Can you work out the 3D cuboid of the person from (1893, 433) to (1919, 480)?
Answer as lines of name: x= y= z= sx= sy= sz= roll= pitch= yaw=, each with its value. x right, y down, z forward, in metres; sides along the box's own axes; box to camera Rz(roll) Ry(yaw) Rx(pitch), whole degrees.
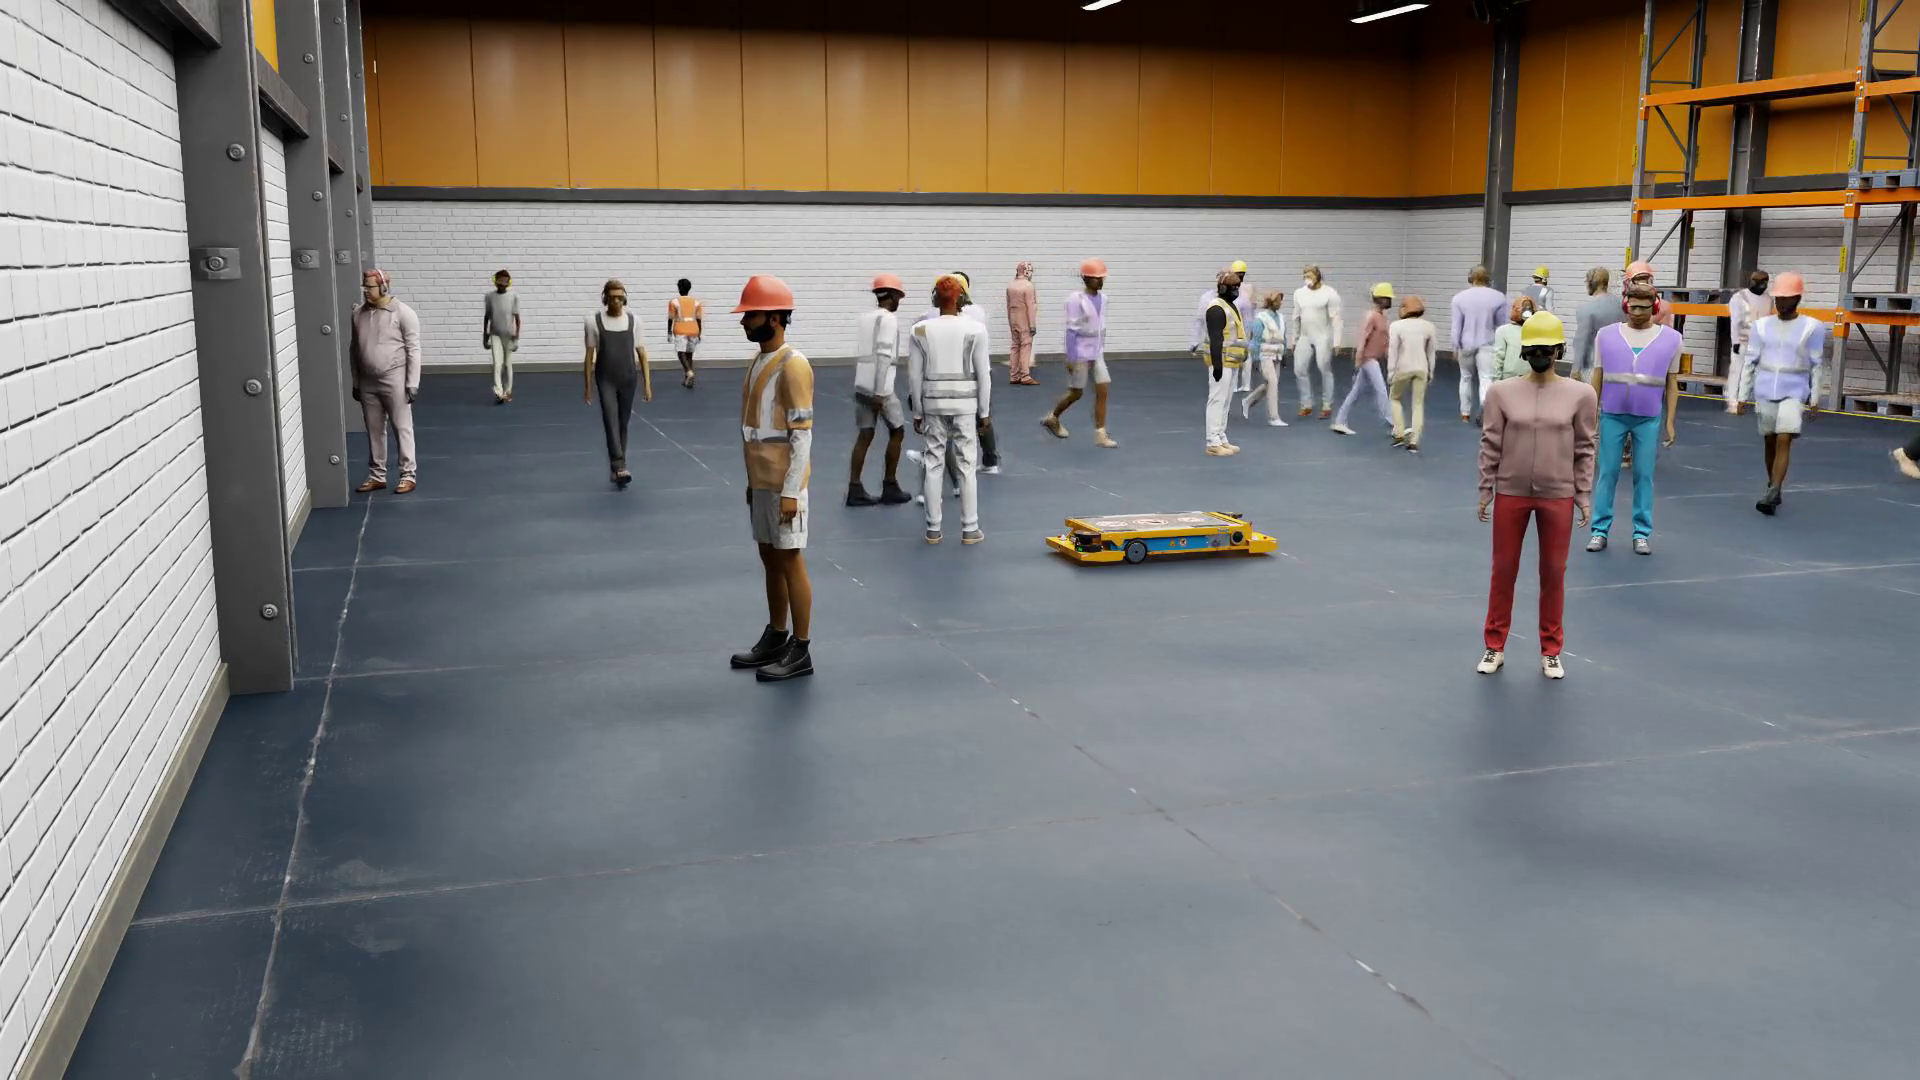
person: x=8.645 y=-1.456 z=14.410 sx=0.700 sy=2.000 sz=0.653 roll=-7 pitch=12 yaw=-36

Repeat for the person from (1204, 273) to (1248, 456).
person: x=2.689 y=-1.776 z=16.850 sx=0.429 sy=1.839 sz=0.633 roll=4 pitch=11 yaw=23

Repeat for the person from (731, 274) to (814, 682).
person: x=-0.903 y=-0.294 z=7.980 sx=0.362 sy=1.939 sz=0.543 roll=-5 pitch=11 yaw=-28

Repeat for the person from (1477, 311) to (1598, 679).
person: x=2.760 y=-0.210 z=7.995 sx=0.533 sy=1.767 sz=0.312 roll=3 pitch=10 yaw=19

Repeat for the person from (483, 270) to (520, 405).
person: x=-6.207 y=-2.740 z=22.513 sx=0.533 sy=1.810 sz=0.926 roll=-1 pitch=10 yaw=-9

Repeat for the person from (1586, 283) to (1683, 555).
person: x=4.577 y=-0.821 z=11.324 sx=0.563 sy=1.838 sz=0.388 roll=4 pitch=11 yaw=23

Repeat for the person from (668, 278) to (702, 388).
person: x=-4.133 y=-3.129 z=25.178 sx=0.537 sy=1.670 sz=0.784 roll=-5 pitch=11 yaw=-29

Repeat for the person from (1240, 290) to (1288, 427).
person: x=3.634 y=-2.166 z=19.778 sx=0.515 sy=1.613 sz=0.709 roll=-9 pitch=13 yaw=-42

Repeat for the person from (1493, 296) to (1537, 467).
person: x=5.343 y=-1.510 z=15.895 sx=0.502 sy=1.636 sz=0.280 roll=0 pitch=10 yaw=0

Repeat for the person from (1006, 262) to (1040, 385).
person: x=0.995 y=-3.351 z=25.772 sx=0.403 sy=1.906 sz=0.651 roll=-6 pitch=12 yaw=-32

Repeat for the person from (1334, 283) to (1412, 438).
person: x=4.593 y=-1.991 z=18.458 sx=0.940 sy=1.709 sz=0.527 roll=6 pitch=11 yaw=30

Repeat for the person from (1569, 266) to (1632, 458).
person: x=6.127 y=-1.652 z=15.909 sx=0.638 sy=1.922 sz=0.551 roll=-7 pitch=12 yaw=-34

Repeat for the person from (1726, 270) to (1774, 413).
person: x=10.037 y=-2.482 z=21.019 sx=0.649 sy=1.818 sz=0.744 roll=-2 pitch=10 yaw=-9

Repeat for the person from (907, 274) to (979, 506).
person: x=-0.076 y=-1.228 z=13.594 sx=0.604 sy=1.858 sz=0.925 roll=7 pitch=12 yaw=34

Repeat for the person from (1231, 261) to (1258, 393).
person: x=4.061 y=-3.109 z=24.310 sx=0.585 sy=1.927 sz=0.366 roll=-5 pitch=11 yaw=-28

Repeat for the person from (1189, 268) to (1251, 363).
person: x=3.146 y=-2.346 z=20.121 sx=0.656 sy=1.847 sz=1.029 roll=5 pitch=11 yaw=27

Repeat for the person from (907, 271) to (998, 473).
person: x=-0.026 y=-1.560 z=15.521 sx=0.987 sy=1.860 sz=0.631 roll=8 pitch=12 yaw=37

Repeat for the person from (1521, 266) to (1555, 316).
person: x=9.251 y=-3.457 z=26.598 sx=0.404 sy=1.831 sz=0.600 roll=-7 pitch=12 yaw=-34

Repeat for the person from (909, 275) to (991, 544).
person: x=-0.067 y=-0.903 z=11.665 sx=0.575 sy=1.885 sz=0.355 roll=2 pitch=10 yaw=9

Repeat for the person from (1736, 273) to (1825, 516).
person: x=6.435 y=-1.150 z=13.103 sx=0.560 sy=1.881 sz=0.966 roll=9 pitch=13 yaw=43

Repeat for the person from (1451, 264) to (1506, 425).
person: x=6.137 y=-2.307 z=19.732 sx=0.635 sy=1.917 sz=0.892 roll=2 pitch=10 yaw=12

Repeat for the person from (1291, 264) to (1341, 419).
person: x=4.333 y=-2.413 z=20.351 sx=0.748 sy=1.895 sz=0.758 roll=9 pitch=13 yaw=41

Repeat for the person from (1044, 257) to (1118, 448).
person: x=1.271 y=-1.977 z=17.577 sx=0.638 sy=2.007 sz=0.902 roll=-9 pitch=13 yaw=-42

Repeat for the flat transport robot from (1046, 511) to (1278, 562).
flat transport robot: x=1.366 y=-0.035 z=11.305 sx=1.431 sy=0.197 sz=0.652 roll=-3 pitch=10 yaw=-17

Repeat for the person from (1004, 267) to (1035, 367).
person: x=1.118 y=-4.024 z=29.908 sx=0.456 sy=1.843 sz=0.628 roll=-2 pitch=10 yaw=-12

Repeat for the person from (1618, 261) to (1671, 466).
person: x=6.515 y=-1.705 z=16.117 sx=0.605 sy=1.953 sz=0.807 roll=3 pitch=10 yaw=15

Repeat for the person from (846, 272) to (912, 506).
person: x=-0.674 y=-1.219 z=13.496 sx=0.693 sy=1.877 sz=0.570 roll=-6 pitch=12 yaw=-33

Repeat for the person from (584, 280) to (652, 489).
person: x=-2.966 y=-1.349 z=14.488 sx=0.538 sy=1.794 sz=0.947 roll=-5 pitch=11 yaw=-24

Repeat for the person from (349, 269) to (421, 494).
person: x=-4.905 y=-1.340 z=14.137 sx=0.645 sy=1.905 sz=0.400 roll=3 pitch=10 yaw=16

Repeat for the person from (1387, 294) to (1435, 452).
person: x=4.630 y=-1.722 z=17.159 sx=0.532 sy=1.611 sz=0.545 roll=-1 pitch=10 yaw=-7
